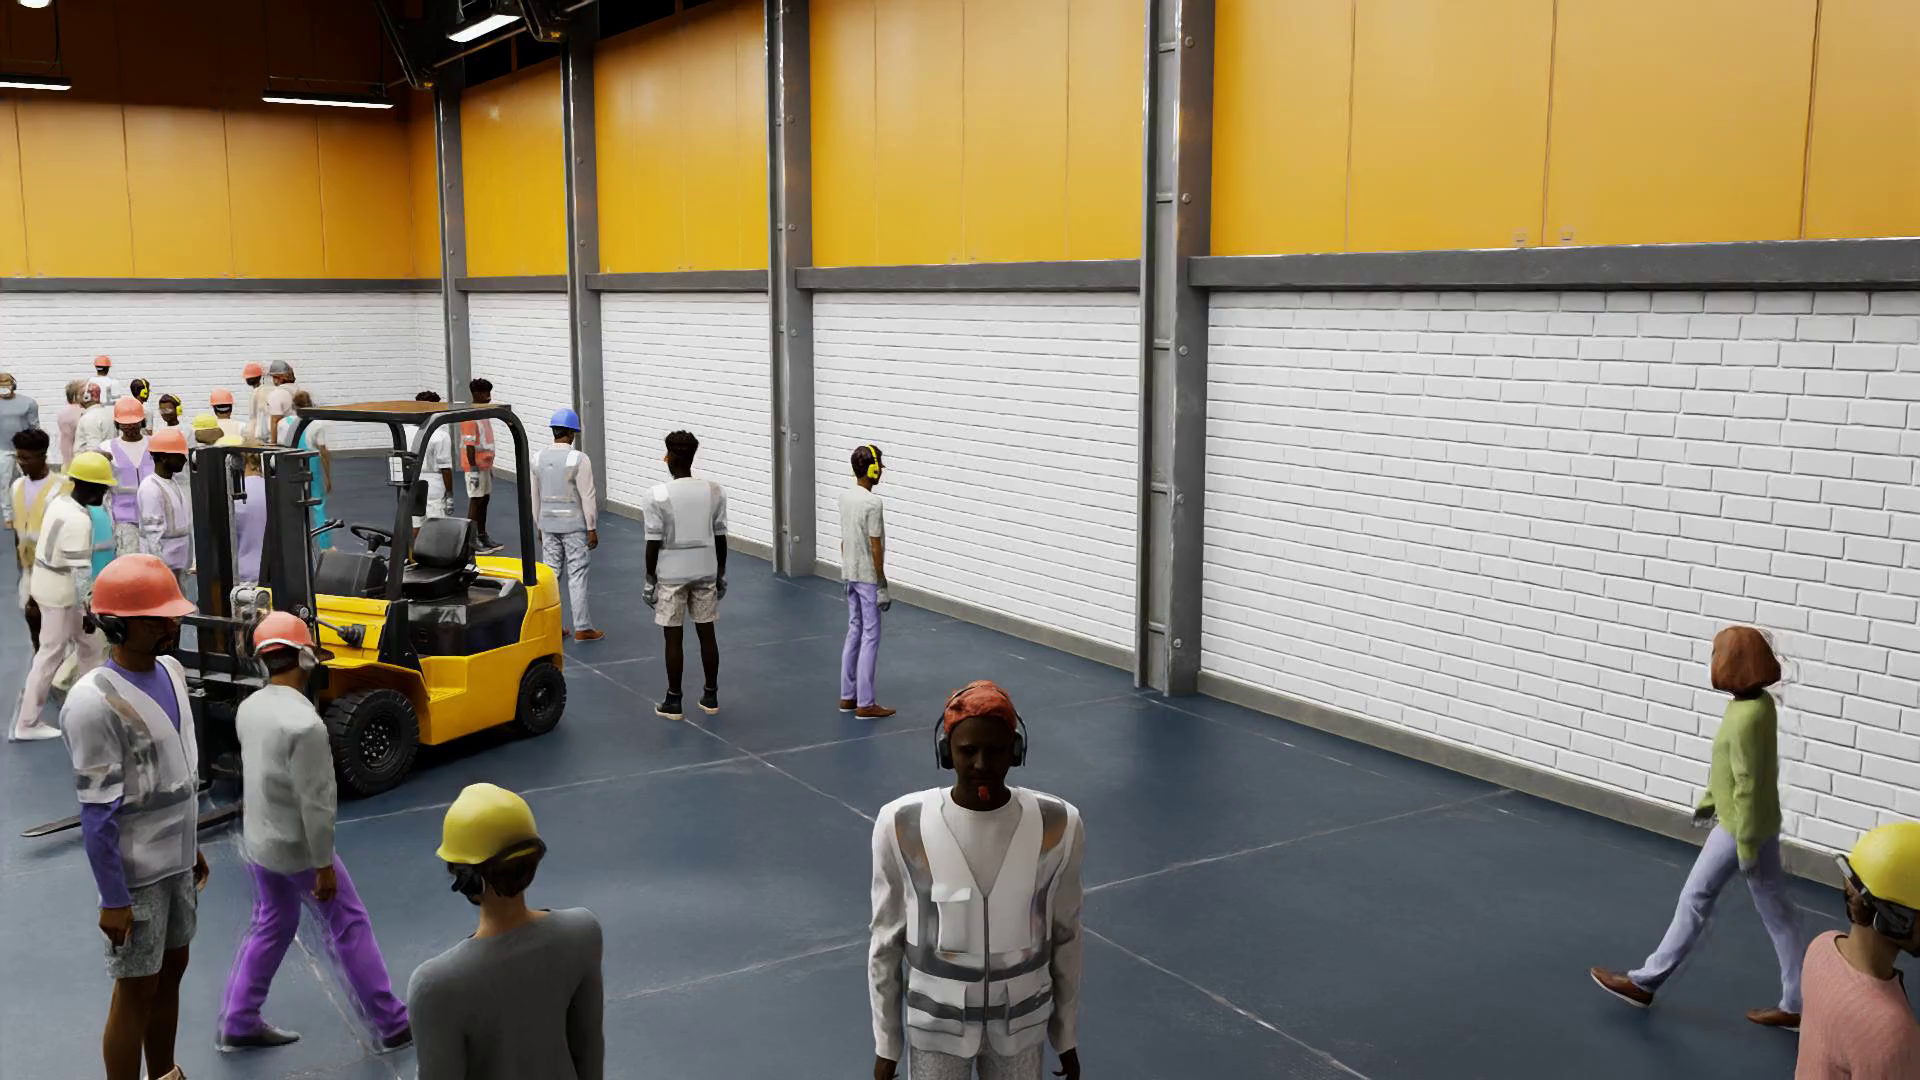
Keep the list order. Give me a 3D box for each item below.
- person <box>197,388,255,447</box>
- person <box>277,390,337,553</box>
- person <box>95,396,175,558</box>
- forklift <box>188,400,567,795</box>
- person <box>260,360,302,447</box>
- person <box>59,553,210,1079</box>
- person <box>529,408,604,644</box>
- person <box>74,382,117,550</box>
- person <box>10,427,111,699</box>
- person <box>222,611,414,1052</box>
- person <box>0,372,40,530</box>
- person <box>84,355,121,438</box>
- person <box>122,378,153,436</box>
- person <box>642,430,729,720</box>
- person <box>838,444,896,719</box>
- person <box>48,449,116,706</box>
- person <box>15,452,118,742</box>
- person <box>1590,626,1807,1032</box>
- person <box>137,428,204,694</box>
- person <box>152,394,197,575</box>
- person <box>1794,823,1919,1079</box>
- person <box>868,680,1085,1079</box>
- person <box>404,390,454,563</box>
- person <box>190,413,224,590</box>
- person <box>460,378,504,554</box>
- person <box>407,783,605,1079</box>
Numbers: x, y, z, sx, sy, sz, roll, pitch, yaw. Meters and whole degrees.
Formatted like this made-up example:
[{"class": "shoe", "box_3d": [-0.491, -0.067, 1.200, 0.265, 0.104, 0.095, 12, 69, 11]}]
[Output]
[{"class": "person", "box_3d": [-7.408, -0.569, 16.836, 0.561, 1.923, 0.430, -3, 9, -18]}, {"class": "person", "box_3d": [-7.185, -0.724, 18.221, 0.532, 1.840, 0.385, -1, 8, -6]}, {"class": "person", "box_3d": [-6.884, -0.189, 13.940, 0.612, 2.029, 0.407, -5, 10, -32]}, {"class": "forklift", "box_3d": [-3.529, 0.258, 10.348, 1.214, 2.155, 2.313, 4, 9, 25]}, {"class": "person", "box_3d": [-8.734, -1.316, 21.471, 0.554, 2.000, 0.697, 1, 9, 9]}, {"class": "person", "box_3d": [-2.657, 1.053, 5.498, 0.374, 2.042, 0.615, 0, 8, -1]}, {"class": "person", "box_3d": [-3.241, -0.111, 13.690, 0.604, 1.940, 0.400, 3, 9, 22]}, {"class": "person", "box_3d": [-9.545, -0.788, 18.363, 0.399, 1.910, 0.643, -2, 9, -12]}, {"class": "person", "box_3d": [-6.460, 0.152, 11.881, 0.621, 1.943, 0.571, 3, 9, 20]}, {"class": "person", "box_3d": [-2.447, 1.107, 6.310, 0.607, 1.692, 0.683, 8, 12, 44]}, {"class": "person", "box_3d": [-11.550, -1.078, 20.273, 0.636, 1.928, 0.380, -4, 10, -28]}, {"class": "person", "box_3d": [-13.177, -1.882, 25.644, 0.551, 1.932, 0.378, 0, 8, -2]}, {"class": "person", "box_3d": [-9.883, -1.017, 20.084, 0.523, 1.858, 0.337, 4, 9, 23]}, {"class": "person", "box_3d": [-1.862, 0.232, 11.284, 0.613, 1.965, 0.361, -5, 10, -31]}, {"class": "person", "box_3d": [-0.638, 0.283, 11.308, 0.311, 1.859, 0.511, -5, 10, -33]}, {"class": "person", "box_3d": [-5.969, 0.290, 11.359, 0.462, 1.826, 0.575, -3, 9, -20]}, {"class": "person", "box_3d": [-5.753, 0.362, 10.785, 0.864, 1.851, 0.623, -6, 10, -33]}, {"class": "person", "box_3d": [2.990, 1.122, 6.560, 0.844, 1.589, 0.514, 6, 10, 34]}, {"class": "person", "box_3d": [-5.638, 0.162, 11.898, 0.387, 1.929, 0.547, -1, 8, -6]}, {"class": "person", "box_3d": [-8.005, -0.565, 17.027, 0.511, 1.862, 0.325, 1, 8, 6]}, {"class": "person", "box_3d": [1.994, 1.468, 3.681, 0.342, 1.754, 0.533, 2, 9, 12]}, {"class": "person", "box_3d": [0.047, 1.299, 4.382, 0.574, 1.882, 0.356, -1, 9, -8]}, {"class": "person", "box_3d": [-5.119, -0.461, 16.008, 0.599, 1.958, 0.378, 3, 9, 21]}, {"class": "person", "box_3d": [-7.172, -0.349, 15.966, 0.486, 1.740, 0.313, 8, 12, 44]}, {"class": "person", "box_3d": [-5.321, -0.821, 18.434, 0.385, 1.955, 0.608, 0, 8, 1]}, {"class": "person", "box_3d": [-1.052, 1.430, 3.891, 0.314, 1.768, 0.522, 6, 11, 37]}]
